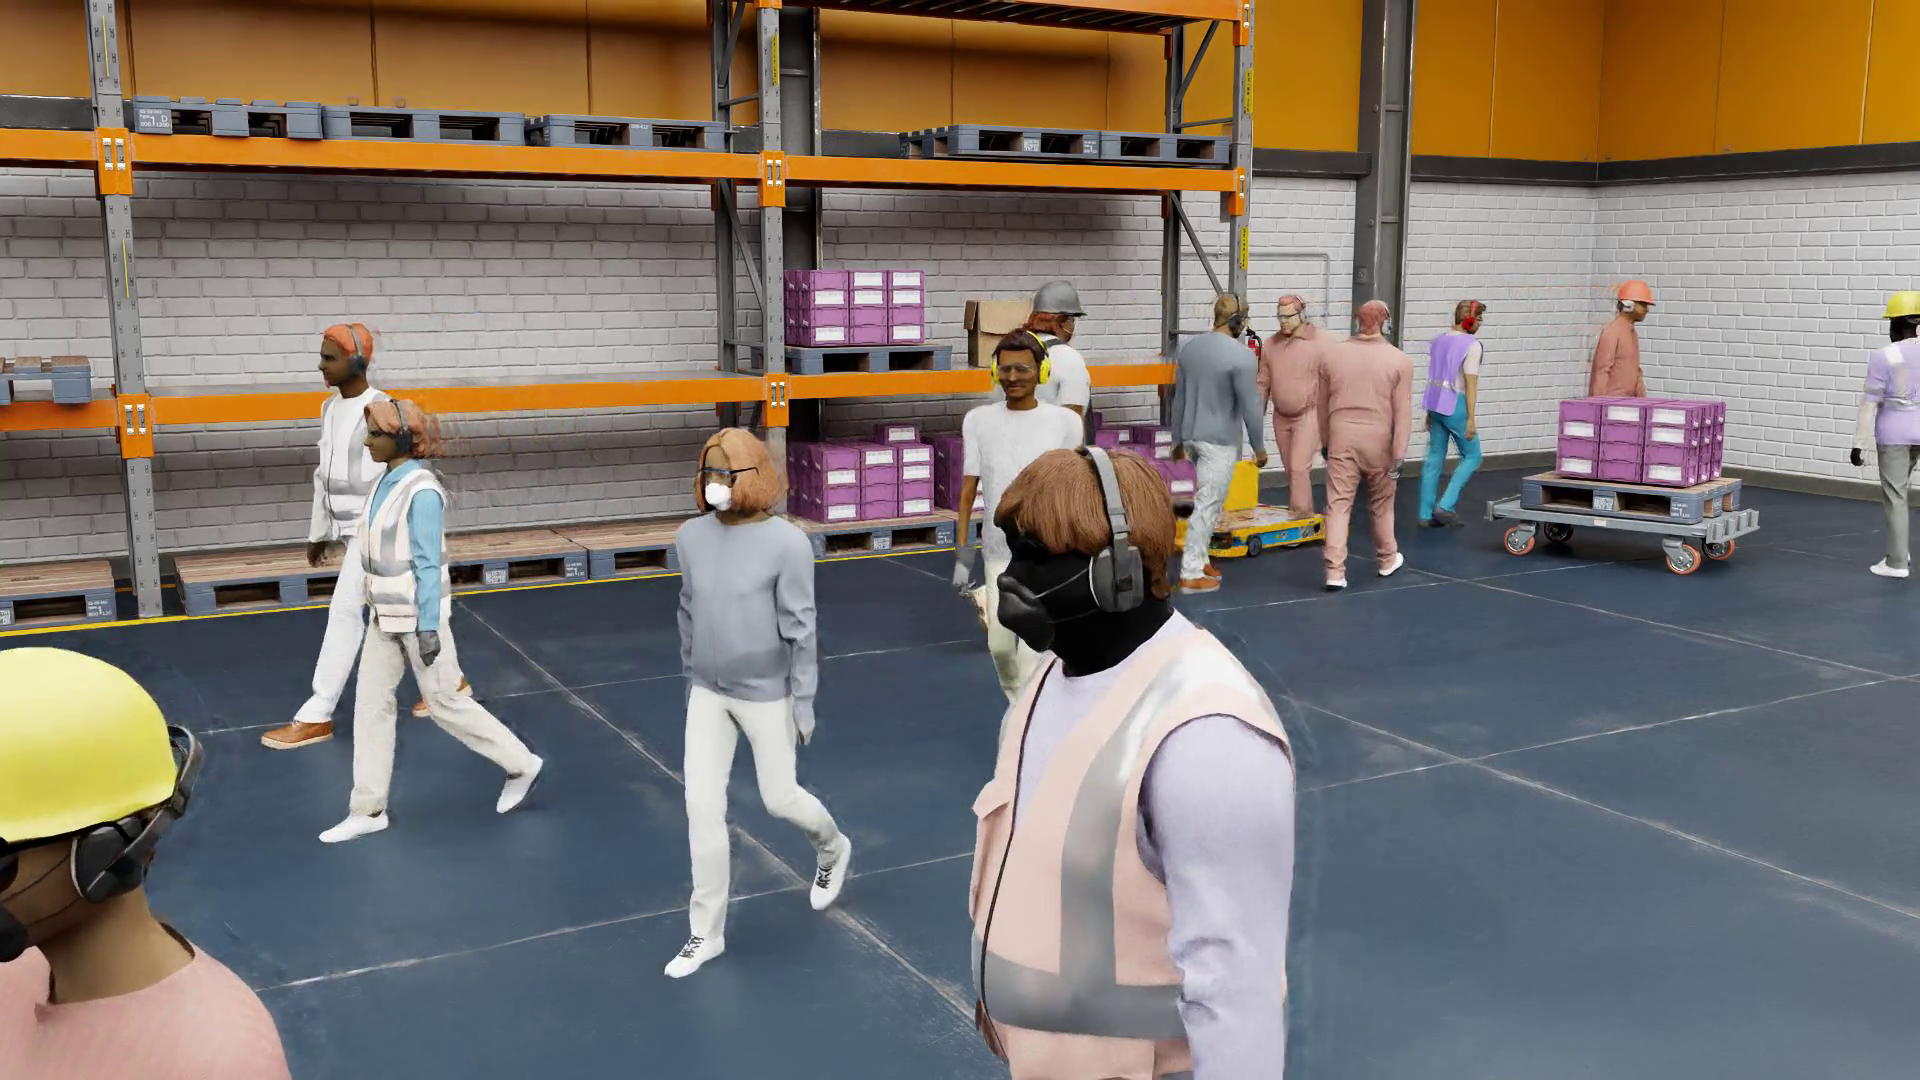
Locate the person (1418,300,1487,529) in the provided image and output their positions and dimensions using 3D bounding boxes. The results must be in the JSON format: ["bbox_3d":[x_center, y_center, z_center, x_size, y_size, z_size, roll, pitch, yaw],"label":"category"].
[{"bbox_3d":[3.867,-0.978,13.116,0.488,1.811,0.700,-4,10,-22],"label":"person"}]

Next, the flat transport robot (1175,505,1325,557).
[{"bbox_3d":[2.147,-0.074,12.310,1.431,0.197,0.652,-8,12,-40],"label":"flat transport robot"}]

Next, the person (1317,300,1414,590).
[{"bbox_3d":[2.635,-0.623,10.832,0.657,1.853,0.986,5,11,29],"label":"person"}]

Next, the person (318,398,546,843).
[{"bbox_3d":[-1.953,0.278,6.096,0.770,1.614,0.522,-7,12,-38],"label":"person"}]

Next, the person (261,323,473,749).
[{"bbox_3d":[-2.640,-0.045,7.415,1.007,1.837,0.586,-9,13,-43],"label":"person"}]

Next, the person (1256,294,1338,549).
[{"bbox_3d":[2.440,-0.879,12.333,0.767,1.871,0.679,-8,13,-42],"label":"person"}]

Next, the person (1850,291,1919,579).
[{"bbox_3d":[6.253,-0.701,11.132,0.622,1.908,0.533,-2,10,-14],"label":"person"}]

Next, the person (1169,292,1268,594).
[{"bbox_3d":[1.647,-0.608,10.574,0.636,1.908,0.646,-5,11,-28],"label":"person"}]

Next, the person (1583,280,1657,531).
[{"bbox_3d":[5.227,-1.053,13.115,0.708,1.960,0.626,5,11,30],"label":"person"}]

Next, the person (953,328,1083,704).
[{"bbox_3d":[0.250,0.047,6.830,0.527,1.843,0.874,2,9,11],"label":"person"}]

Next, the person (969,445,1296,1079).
[{"bbox_3d":[0.248,0.779,2.359,0.468,1.836,0.664,-3,10,-18],"label":"person"}]

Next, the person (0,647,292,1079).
[{"bbox_3d":[-0.848,0.945,1.707,0.549,1.715,0.928,8,12,41],"label":"person"}]

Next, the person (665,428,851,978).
[{"bbox_3d":[-0.614,0.451,5.052,0.504,1.610,0.735,5,11,29],"label":"person"}]

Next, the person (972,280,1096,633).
[{"bbox_3d":[0.396,-0.443,9.177,0.882,2.000,0.694,-6,11,-33],"label":"person"}]
